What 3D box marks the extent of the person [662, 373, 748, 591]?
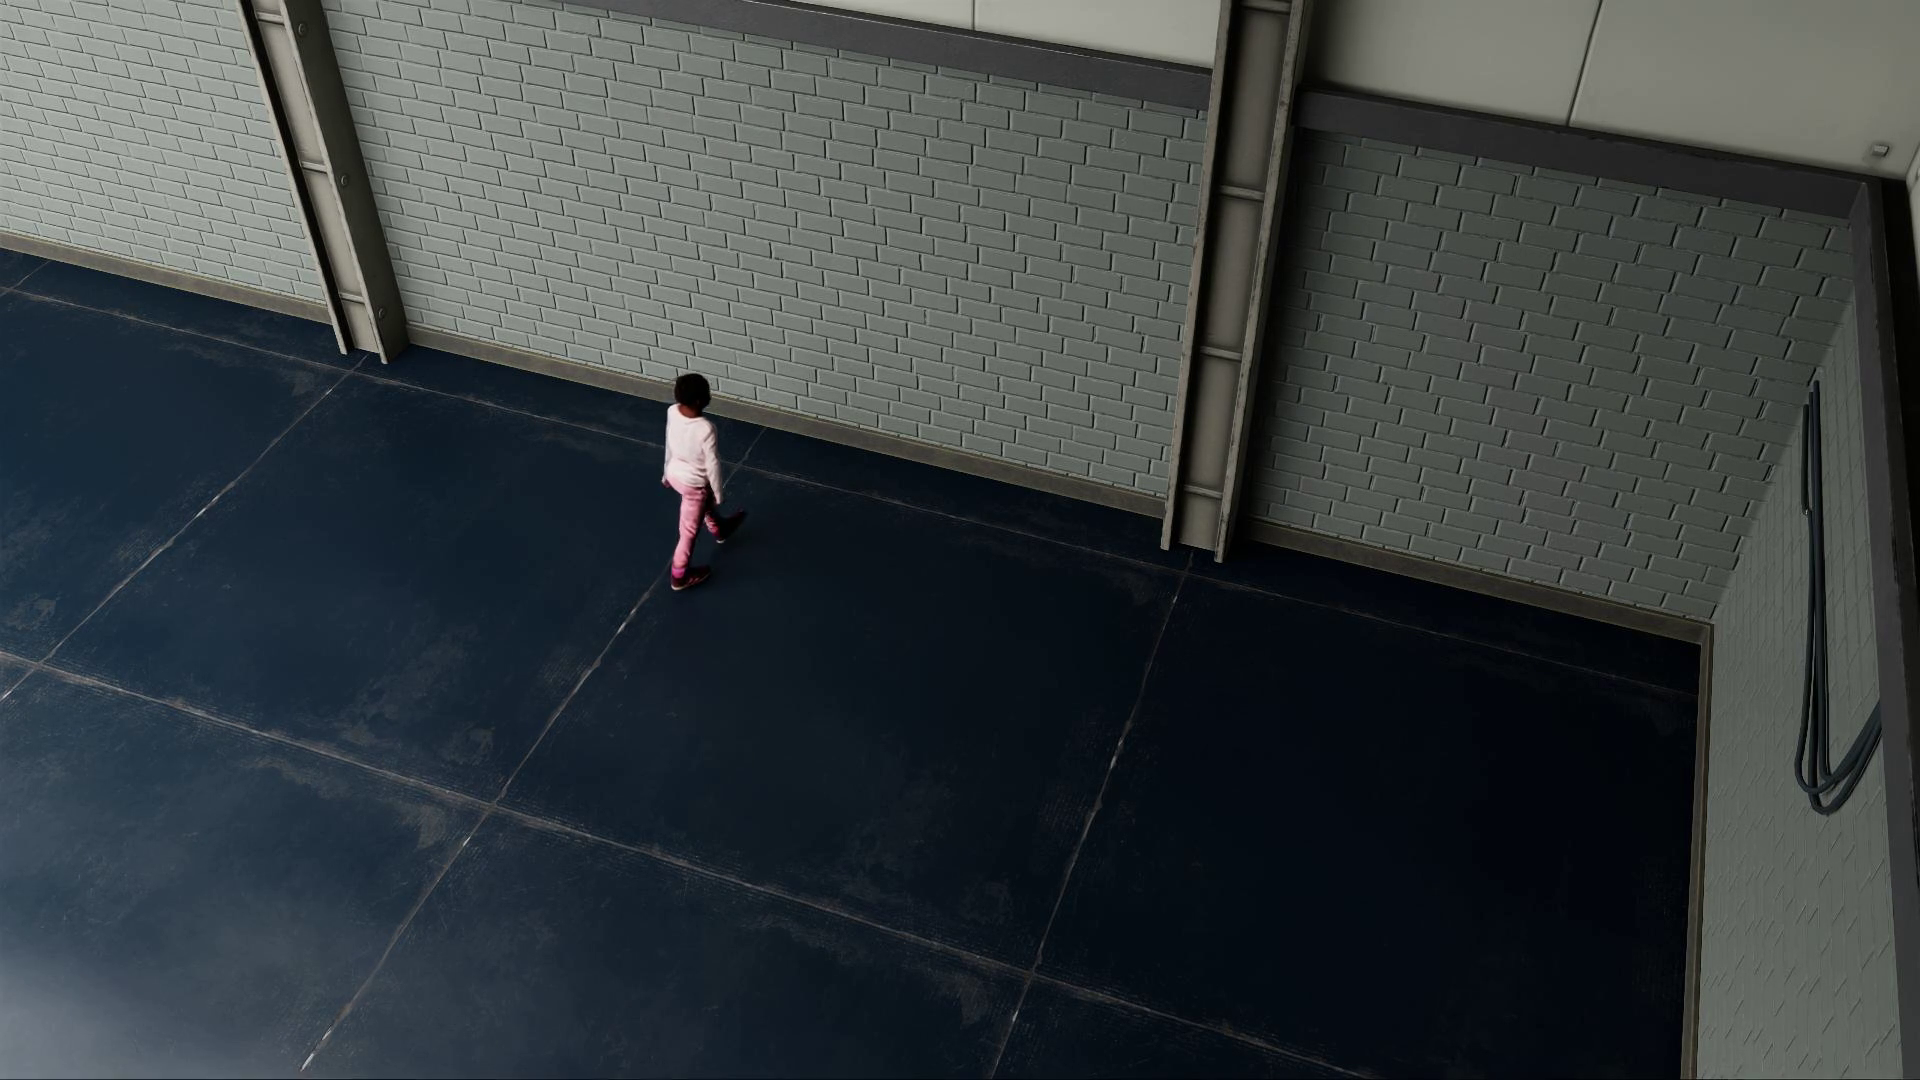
[{"bbox_3d":[-1.601,-0.331,9.645,0.937,1.415,0.847,32,51,30],"label":"person"}]
